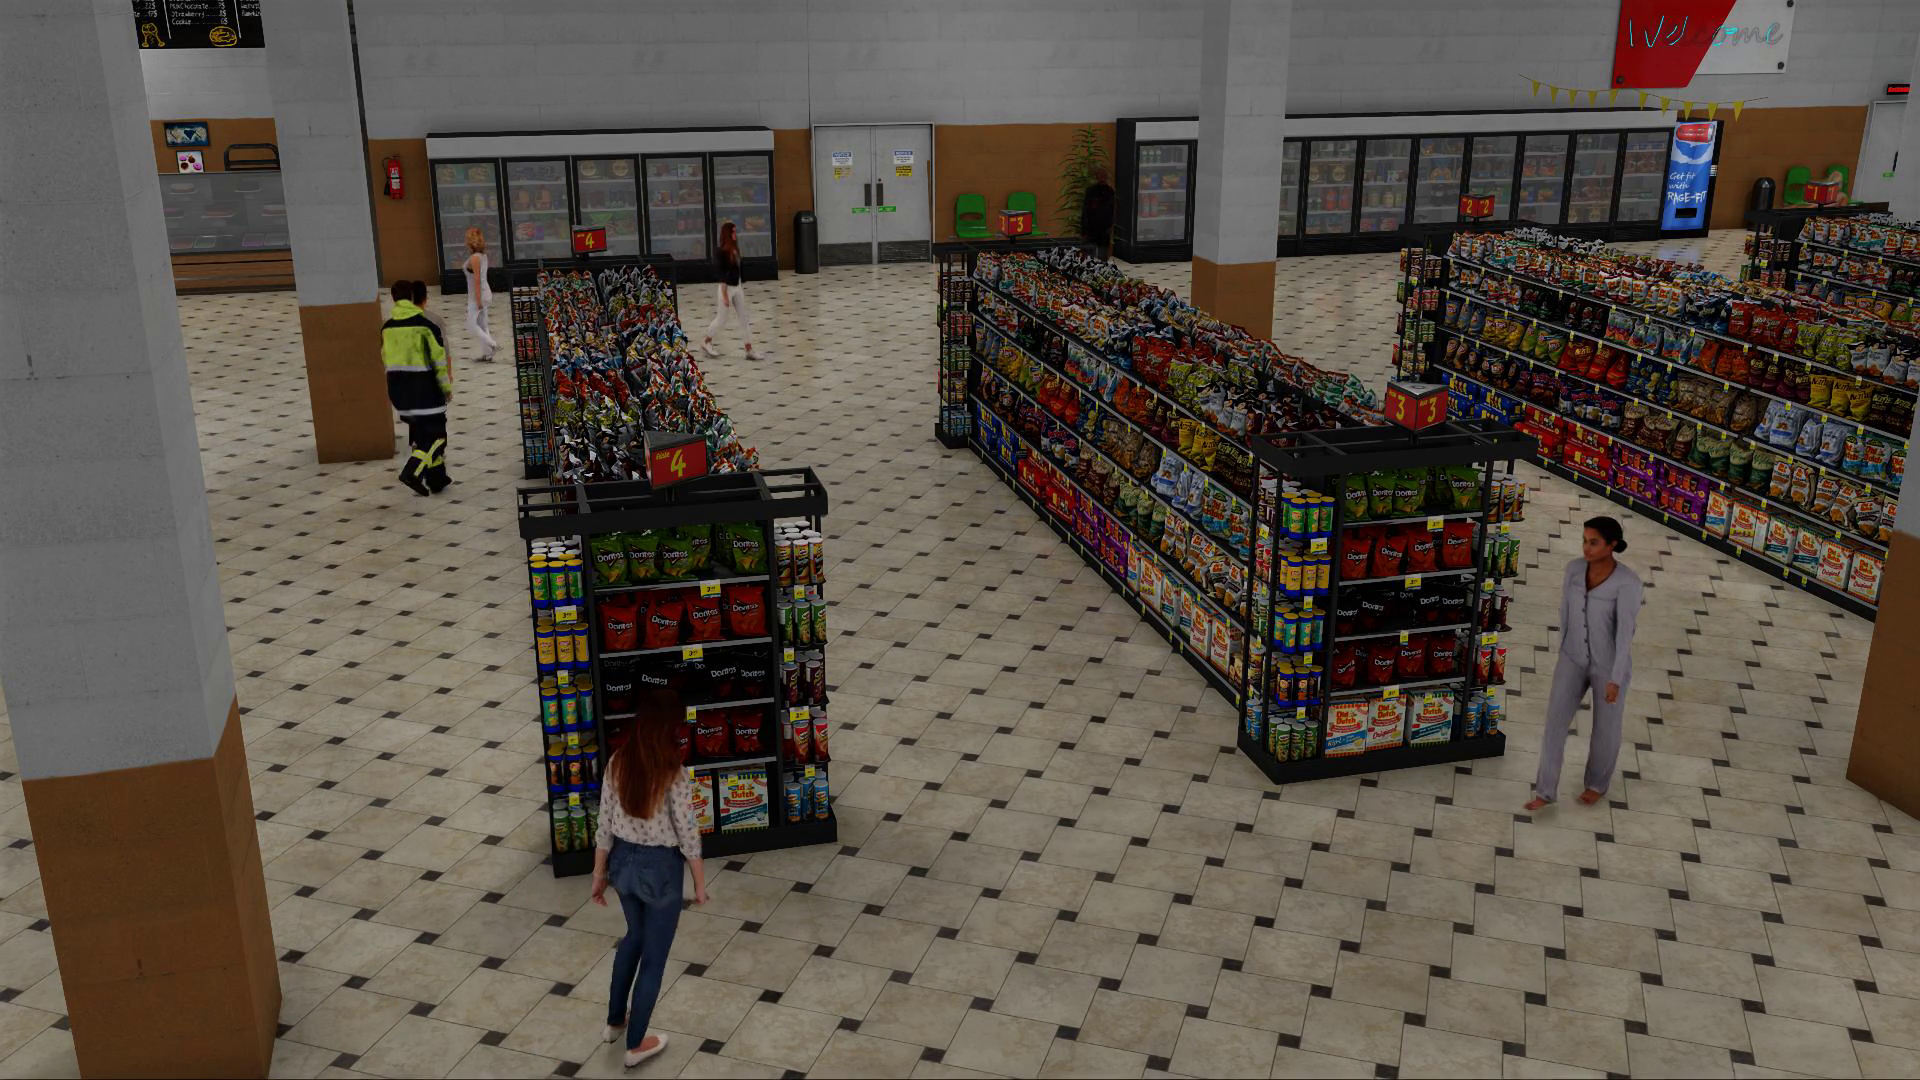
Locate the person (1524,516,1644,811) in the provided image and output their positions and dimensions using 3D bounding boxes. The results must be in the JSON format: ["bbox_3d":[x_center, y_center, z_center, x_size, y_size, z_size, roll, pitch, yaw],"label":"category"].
[{"bbox_3d":[3.623,0.679,9.383,0.962,1.710,0.967,17,25,40],"label":"person"}]

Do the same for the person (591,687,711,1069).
[{"bbox_3d":[-1.383,1.461,7.087,0.746,1.695,0.803,5,19,14],"label":"person"}]

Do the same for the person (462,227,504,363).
[{"bbox_3d":[-5.802,-2.982,20.316,0.750,1.660,0.678,1,19,2],"label":"person"}]

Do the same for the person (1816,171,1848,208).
[{"bbox_3d":[13.353,-4.802,25.632,0.798,1.713,0.846,15,24,37],"label":"person"}]

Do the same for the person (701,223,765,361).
[{"bbox_3d":[-2.902,-3.036,20.463,1.159,1.670,1.102,10,21,28],"label":"person"}]

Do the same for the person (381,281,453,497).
[{"bbox_3d":[-4.916,-1.311,14.922,1.102,1.942,1.200,7,20,20],"label":"person"}]

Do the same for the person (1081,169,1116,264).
[{"bbox_3d":[2.106,-4.763,25.430,0.764,1.769,1.215,-4,19,-10],"label":"person"}]

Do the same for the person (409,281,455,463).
[{"bbox_3d":[-5.115,-1.553,15.865,0.793,1.798,0.971,0,19,0],"label":"person"}]
